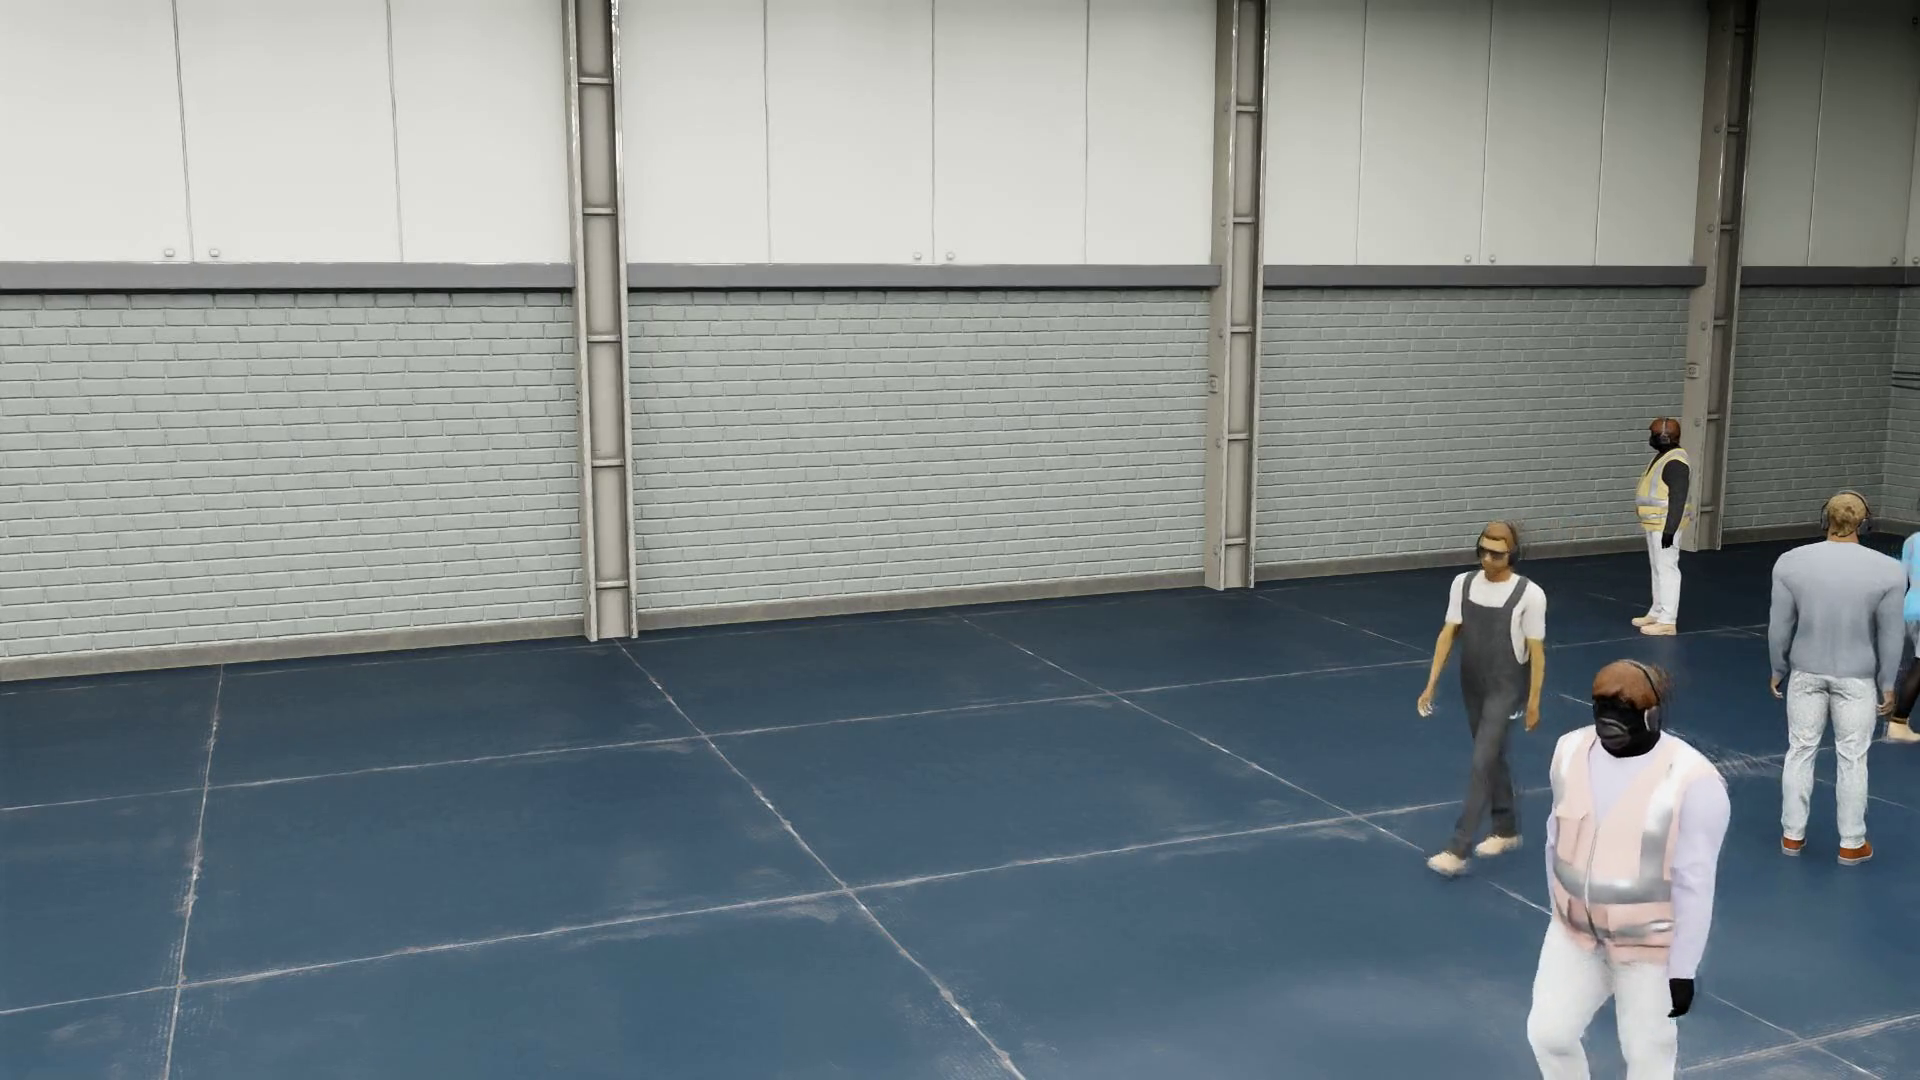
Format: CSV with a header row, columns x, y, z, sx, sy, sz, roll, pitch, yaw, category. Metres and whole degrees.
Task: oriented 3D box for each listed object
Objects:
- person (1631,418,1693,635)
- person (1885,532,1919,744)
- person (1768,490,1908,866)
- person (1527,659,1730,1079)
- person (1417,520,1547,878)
x,y,z,sx,sy,sz,roll,pitch,yaw,category
5.945,-0.118,14.087,0.430,1.840,0.626,2,9,13,person
6.405,0.497,10.800,0.868,1.647,0.549,-2,9,-11,person
4.510,0.705,8.607,0.628,1.939,0.375,7,11,37,person
2.113,1.282,5.356,0.498,1.824,0.642,-7,11,-38,person
2.615,0.797,8.440,0.930,1.799,0.528,-6,11,-34,person
